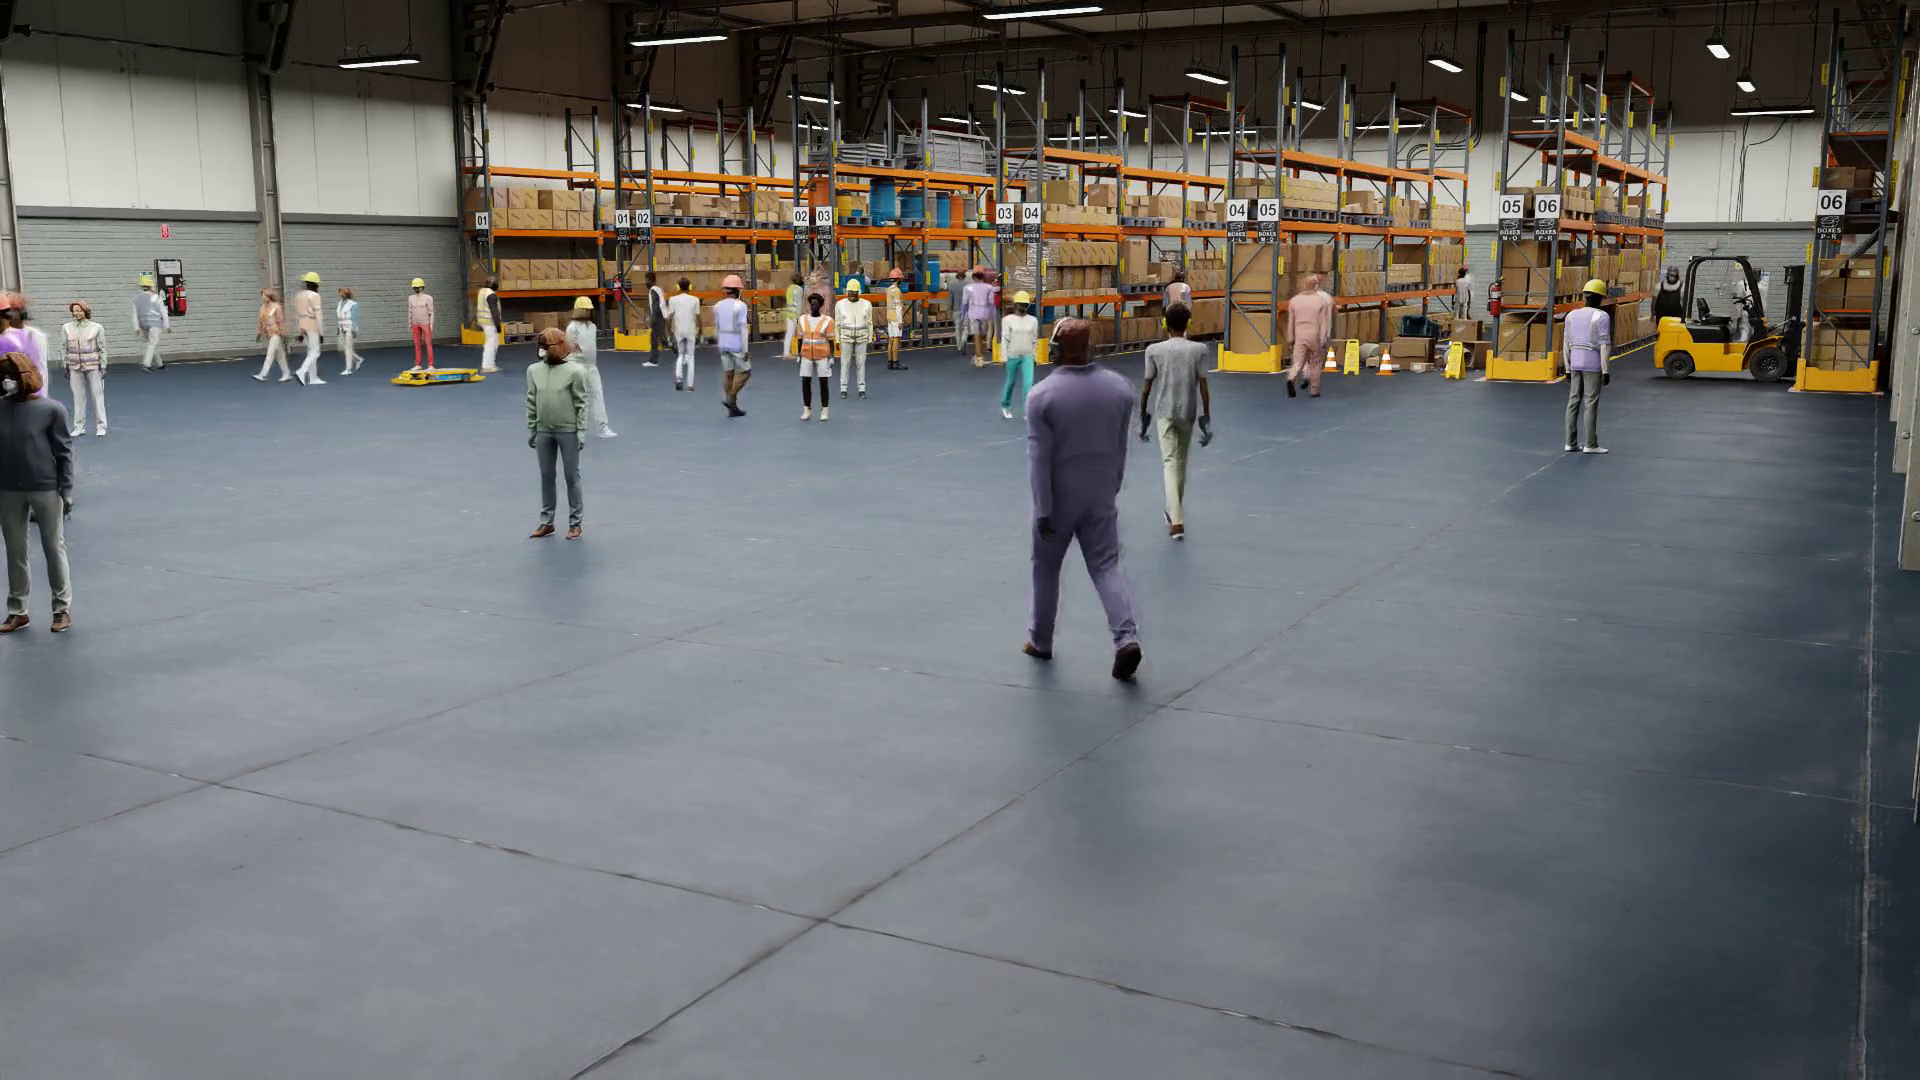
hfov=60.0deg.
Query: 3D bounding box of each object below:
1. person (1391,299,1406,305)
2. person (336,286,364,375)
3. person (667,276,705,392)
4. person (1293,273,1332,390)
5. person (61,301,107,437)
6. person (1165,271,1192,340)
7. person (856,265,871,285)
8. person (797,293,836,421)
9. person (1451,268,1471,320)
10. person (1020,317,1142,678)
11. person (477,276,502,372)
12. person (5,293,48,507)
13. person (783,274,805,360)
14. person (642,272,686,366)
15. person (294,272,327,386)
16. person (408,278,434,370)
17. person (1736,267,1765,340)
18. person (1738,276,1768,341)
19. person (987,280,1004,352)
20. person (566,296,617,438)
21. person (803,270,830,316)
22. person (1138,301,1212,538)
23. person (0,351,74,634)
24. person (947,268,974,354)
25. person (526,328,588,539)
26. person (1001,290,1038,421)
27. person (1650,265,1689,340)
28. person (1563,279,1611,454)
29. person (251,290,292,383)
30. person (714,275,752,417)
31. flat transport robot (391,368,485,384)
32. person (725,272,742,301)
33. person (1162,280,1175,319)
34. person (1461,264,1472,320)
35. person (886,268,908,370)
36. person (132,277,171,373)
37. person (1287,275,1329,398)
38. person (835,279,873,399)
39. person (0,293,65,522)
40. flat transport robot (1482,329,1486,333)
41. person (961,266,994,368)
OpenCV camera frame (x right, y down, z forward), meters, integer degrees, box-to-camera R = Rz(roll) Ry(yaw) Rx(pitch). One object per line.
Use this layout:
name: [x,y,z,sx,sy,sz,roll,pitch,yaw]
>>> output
person: [12.155,-6.732,46.548,0.438,1.943,0.611,-3,10,-19]
person: [-11.220,-3.847,30.545,0.535,1.622,0.507,7,12,35]
person: [-4.401,-3.298,26.712,0.542,1.848,0.416,1,10,5]
person: [5.682,-3.351,26.892,0.661,1.897,0.442,-2,10,-13]
person: [-10.584,-2.068,20.122,0.511,1.641,0.308,-1,10,-6]
person: [4.781,-4.924,36.261,0.626,1.842,0.429,7,12,35]
person: [-2.636,-6.323,44.159,0.629,1.940,0.372,9,13,41]
person: [-1.898,-2.421,22.006,0.543,1.692,0.319,2,10,12]
person: [13.438,-6.354,44.584,0.510,1.860,0.333,2,10,12]
person: [0.633,-0.226,8.692,0.631,1.876,0.950,-4,10,-21]
person: [-8.799,-4.051,31.243,0.576,1.807,0.690,-7,12,-36]
person: [-8.112,-1.192,14.345,0.633,1.859,0.404,4,10,21]
person: [-3.339,-4.699,35.043,0.950,1.797,0.656,-6,12,-33]
person: [-5.871,-4.359,32.901,0.823,1.873,0.659,-1,10,-6]
person: [-11.032,-3.555,28.064,0.599,1.909,0.708,7,12,35]
person: [-10.255,-4.094,31.619,0.533,1.765,0.330,2,10,13]
person: [19.291,-5.711,40.634,0.644,1.919,0.722,5,11,26]
person: [16.951,-4.817,35.581,0.593,1.862,0.806,9,13,42]
person: [0.792,-5.068,37.701,0.507,1.631,0.266,9,13,43]
person: [-4.553,-2.083,20.033,0.911,1.701,0.493,7,12,34]
person: [-2.976,-4.559,33.966,0.674,1.884,0.657,5,11,29]
person: [1.681,-0.956,13.086,0.547,1.820,1.001,0,10,-2]
person: [-5.383,-0.271,9.616,0.501,1.633,0.285,-1,10,-5]
person: [0.034,-5.063,36.834,0.636,1.921,0.792,1,10,7]
person: [-3.107,-0.819,12.827,0.501,1.631,0.287,3,10,15]
person: [0.774,-2.443,22.062,0.530,1.731,0.861,-3,10,-18]
person: [14.665,-4.704,34.381,0.683,2.000,0.953,6,12,32]
person: [6.942,-1.910,18.384,0.379,1.918,0.585,-6,11,-30]
person: [-11.917,-3.507,28.662,0.545,1.587,0.864,6,12,33]
person: [-3.062,-2.620,22.517,0.569,1.923,0.412,6,11,31]
flat transport robot: [-8.934,-2.815,28.496,0.652,0.197,1.431,7,12,36]
person: [-4.749,-4.724,35.065,0.344,1.847,0.506,-7,12,-37]
person: [4.762,-5.008,37.274,0.515,1.664,0.846,7,12,34]
person: [14.309,-6.851,47.118,0.642,1.986,0.638,1,10,6]
person: [-1.213,-4.227,31.891,0.360,1.936,0.552,-4,10,-22]
person: [-15.173,-4.029,31.161,0.599,1.796,0.911,2,10,11]
person: [5.312,-3.099,25.454,0.650,1.884,0.787,7,12,34]
person: [-1.620,-3.074,25.453,0.593,1.828,0.403,-1,10,-8]
person: [-7.754,-1.056,13.437,0.853,1.895,0.569,-4,10,-20]
flat transport robot: [14.080,-5.817,46.071,0.652,0.197,1.431,5,11,29]
person: [0.343,-4.369,32.585,0.627,1.992,1.042,-3,10,-16]
